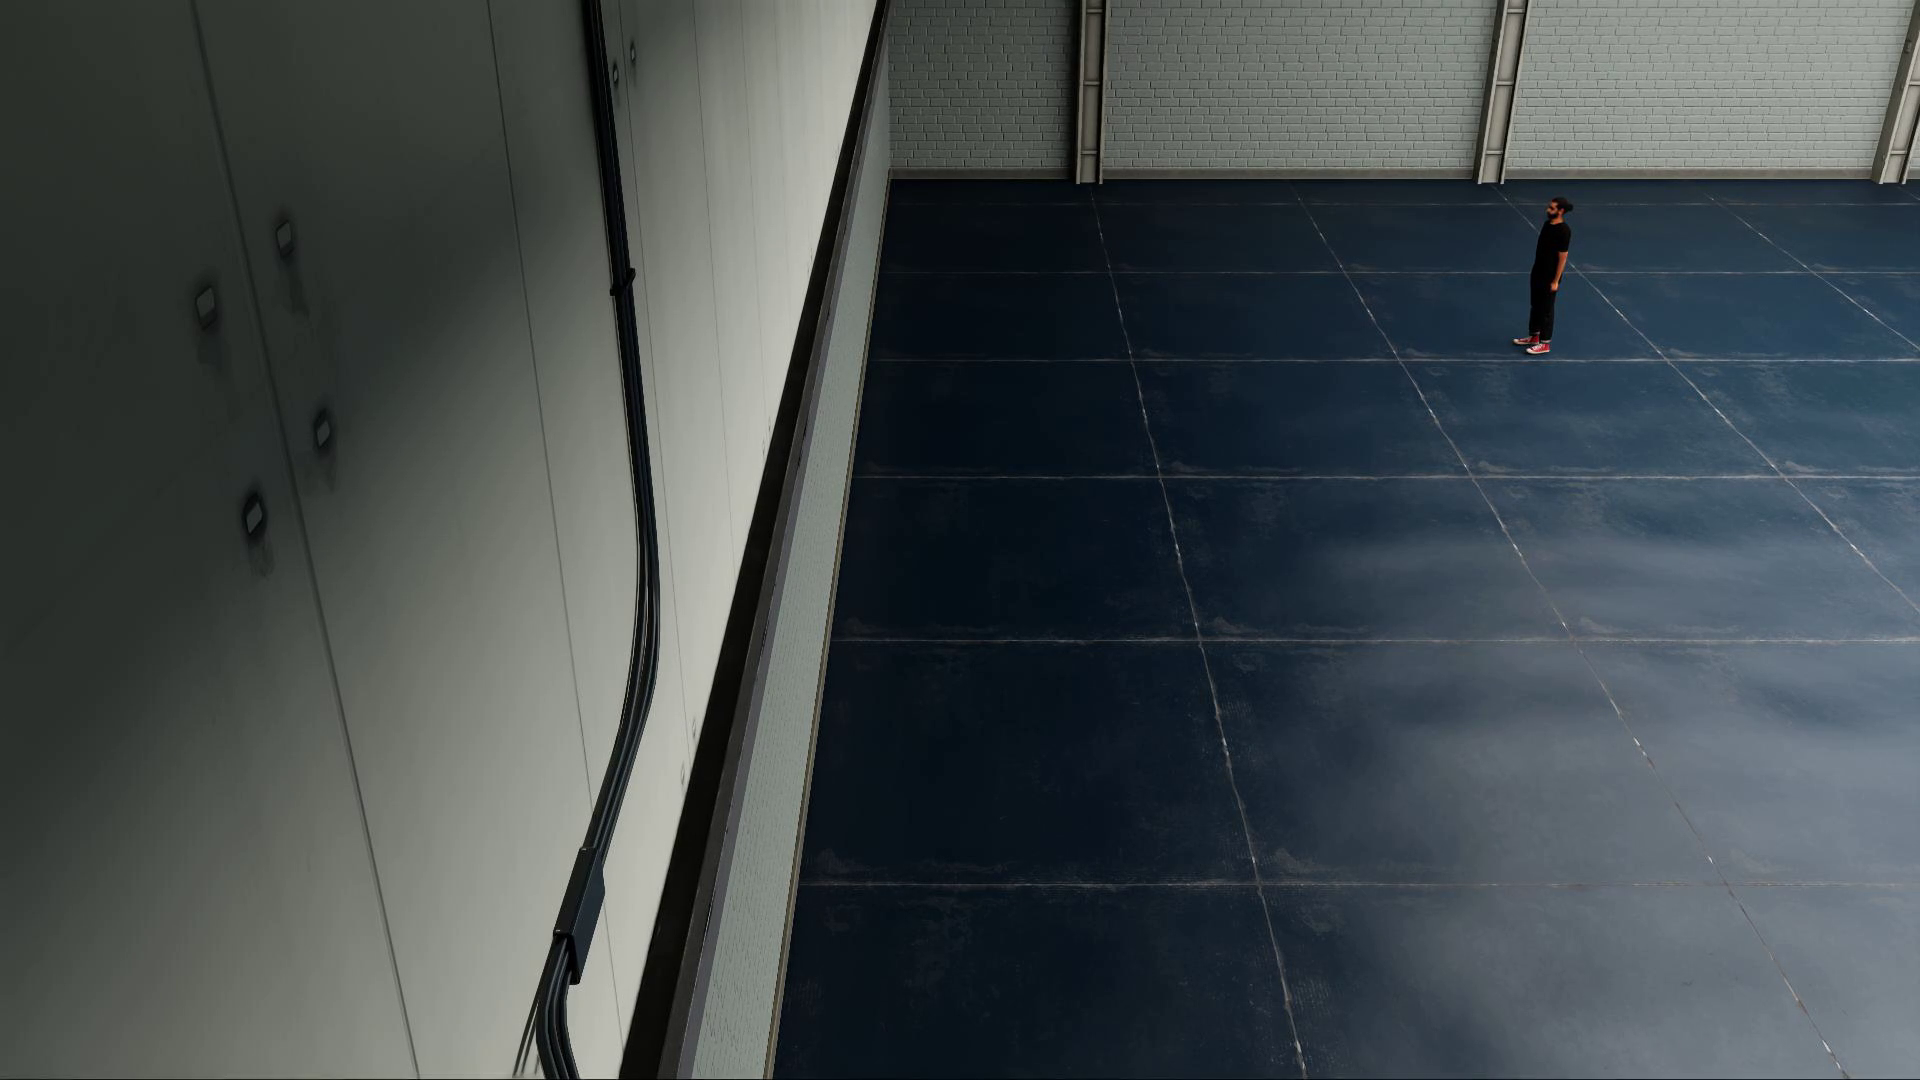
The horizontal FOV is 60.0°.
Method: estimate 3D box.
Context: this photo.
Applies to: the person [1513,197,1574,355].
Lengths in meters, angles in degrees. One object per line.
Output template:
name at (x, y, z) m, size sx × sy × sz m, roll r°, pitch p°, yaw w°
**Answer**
person at (6.545, -2.959, 18.531) m, size 0.633 × 1.758 × 0.677 m, roll -5°, pitch 29°, yaw -10°
